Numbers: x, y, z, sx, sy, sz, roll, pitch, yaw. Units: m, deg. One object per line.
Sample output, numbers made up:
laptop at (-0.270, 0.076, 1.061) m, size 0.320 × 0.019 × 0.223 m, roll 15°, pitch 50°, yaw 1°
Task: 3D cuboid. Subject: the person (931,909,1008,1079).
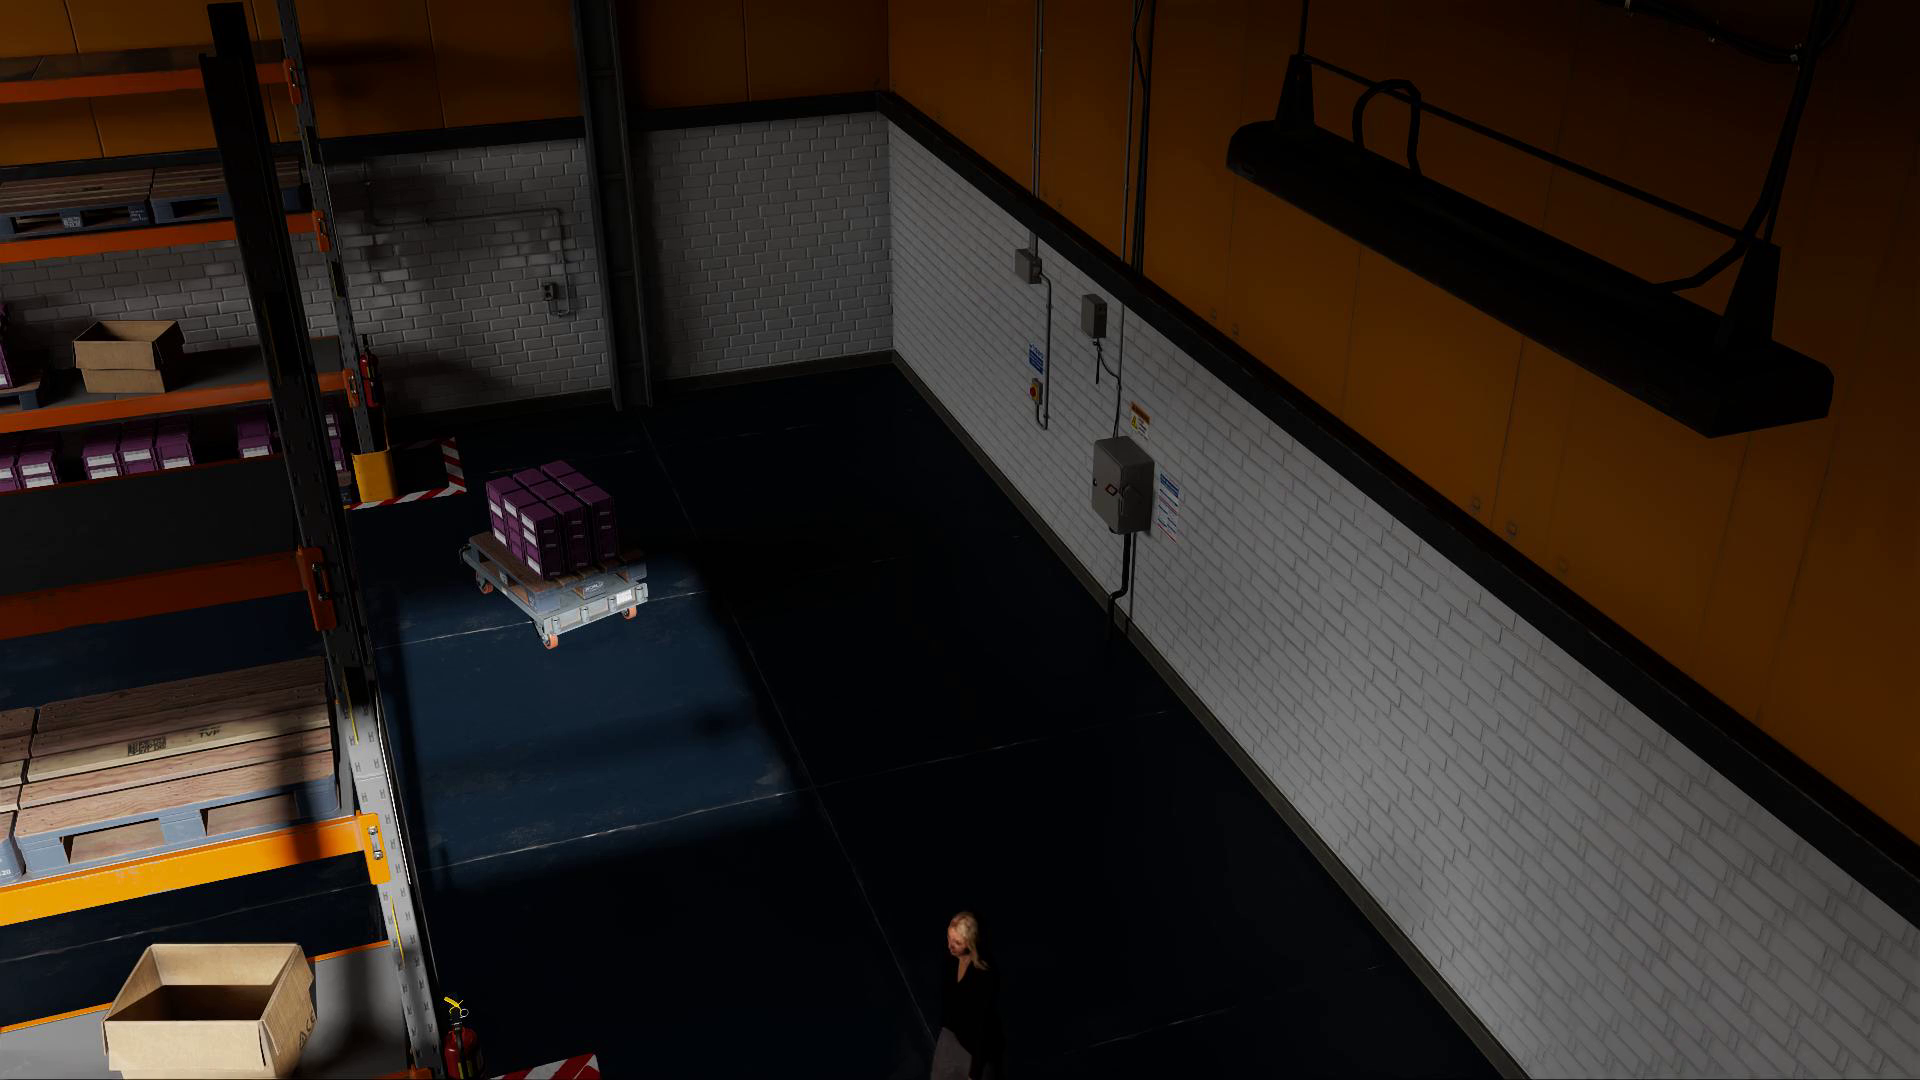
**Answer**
person at (0.142, 2.583, 8.517) m, size 1.140 × 1.801 × 0.882 m, roll -24°, pitch 37°, yaw -37°
